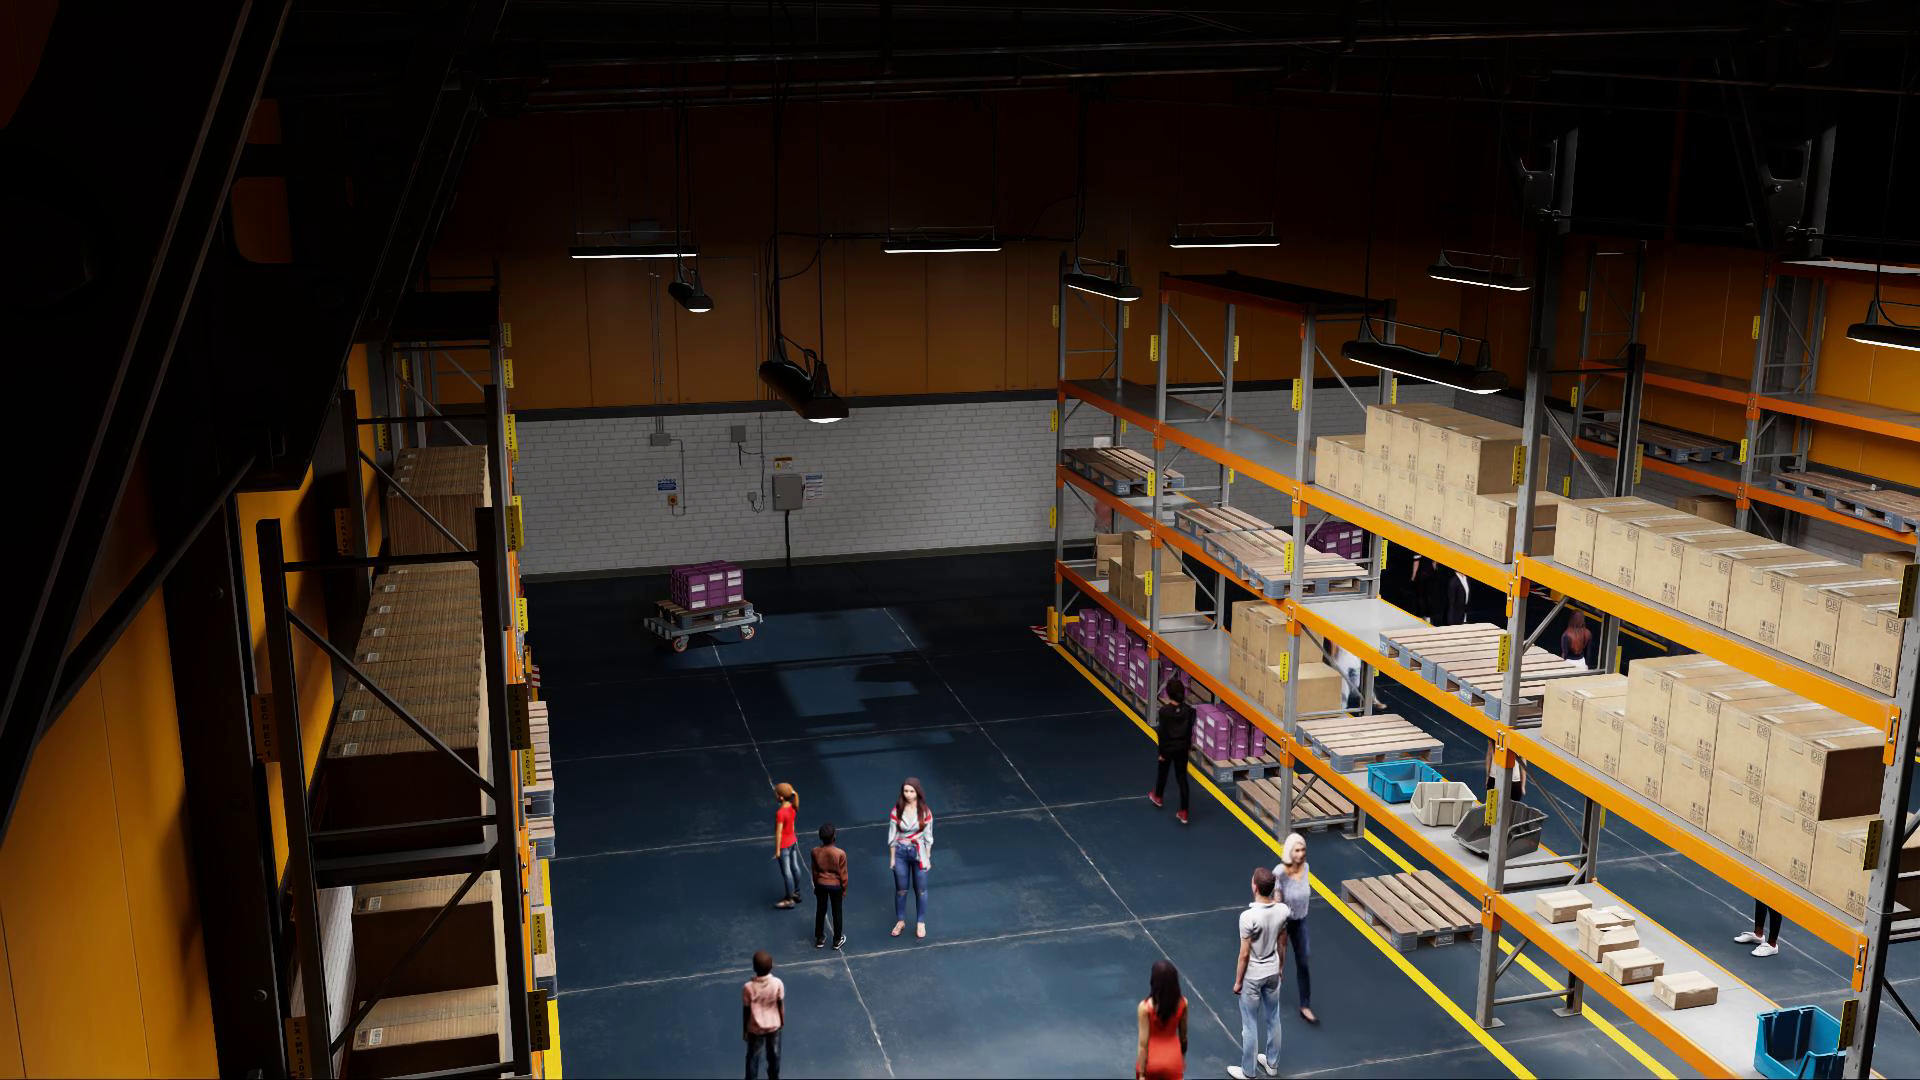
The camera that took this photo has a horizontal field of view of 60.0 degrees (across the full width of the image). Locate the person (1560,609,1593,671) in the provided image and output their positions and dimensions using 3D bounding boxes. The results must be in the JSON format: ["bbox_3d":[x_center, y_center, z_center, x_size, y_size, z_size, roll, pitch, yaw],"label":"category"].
[{"bbox_3d":[8.117,1.687,22.037,0.592,1.607,0.520,-3,14,-14],"label":"person"}]

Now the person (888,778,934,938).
[{"bbox_3d":[-0.477,3.084,16.251,0.654,1.614,0.632,2,14,7],"label":"person"}]

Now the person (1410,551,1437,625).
[{"bbox_3d":[7.434,0.554,26.652,0.616,1.638,0.593,-5,14,-19],"label":"person"}]

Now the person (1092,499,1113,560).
[{"bbox_3d":[2.623,-0.204,29.642,0.765,1.703,0.825,7,15,28],"label":"person"}]

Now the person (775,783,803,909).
[{"bbox_3d":[-1.747,3.088,16.888,0.613,1.307,0.543,6,15,23],"label":"person"}]

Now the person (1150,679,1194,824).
[{"bbox_3d":[2.481,2.426,18.939,0.640,1.628,1.060,-3,14,-12],"label":"person"}]

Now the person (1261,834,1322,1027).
[{"bbox_3d":[2.860,3.396,14.835,0.735,1.675,1.166,-6,15,-24],"label":"person"}]

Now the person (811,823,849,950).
[{"bbox_3d":[-1.265,3.325,16.024,0.582,1.252,0.594,3,14,12],"label":"person"}]

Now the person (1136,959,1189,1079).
[{"bbox_3d":[1.536,3.982,12.416,0.622,1.674,1.130,-4,14,-16],"label":"person"}]

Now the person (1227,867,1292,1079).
[{"bbox_3d":[2.478,3.580,13.698,0.698,1.851,0.633,-8,16,-29],"label":"person"}]

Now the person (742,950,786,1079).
[{"bbox_3d":[-1.571,3.927,13.422,0.509,1.307,0.519,-4,14,-16],"label":"person"}]
